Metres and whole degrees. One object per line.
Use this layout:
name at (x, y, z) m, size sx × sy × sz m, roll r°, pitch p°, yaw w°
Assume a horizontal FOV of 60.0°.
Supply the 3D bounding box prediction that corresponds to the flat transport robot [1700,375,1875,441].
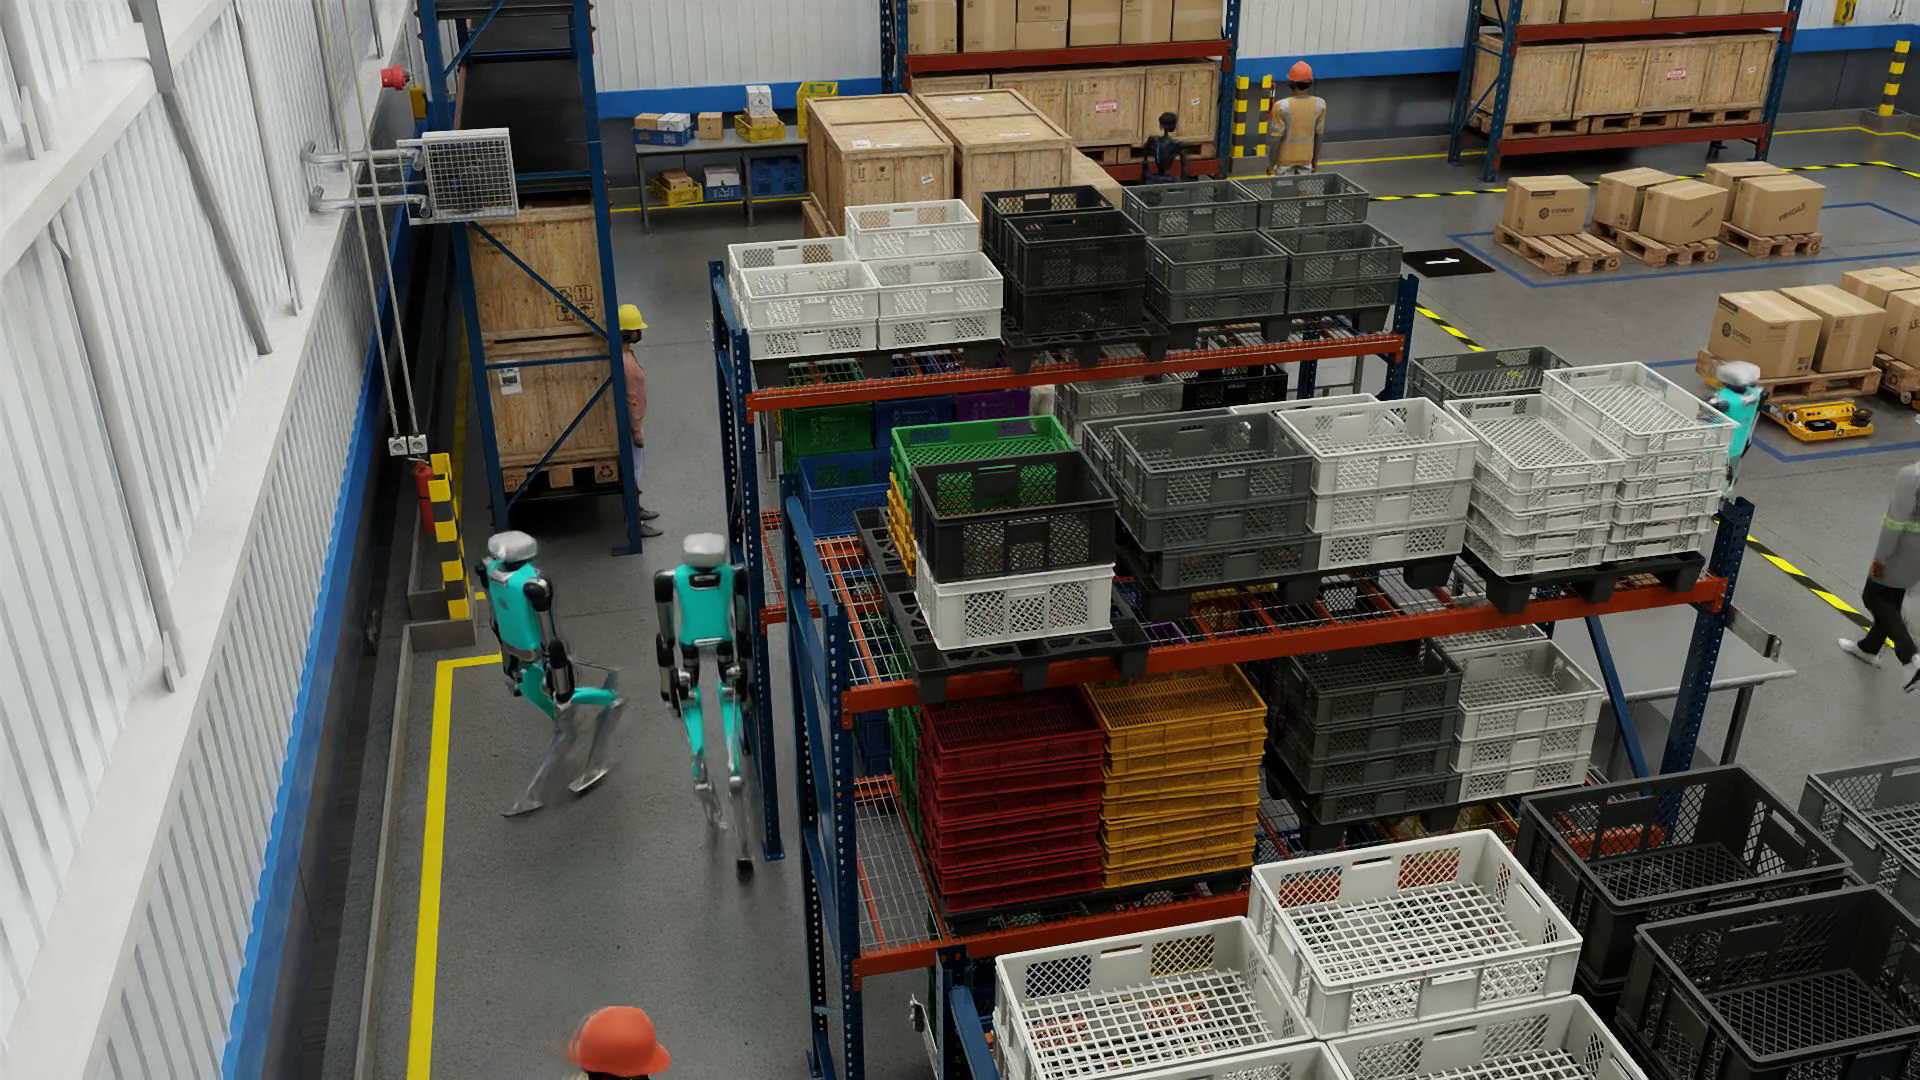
flat transport robot at (7.143, -1.253, 14.394) m, size 0.652 × 0.197 × 1.431 m, roll -6°, pitch 28°, yaw -12°

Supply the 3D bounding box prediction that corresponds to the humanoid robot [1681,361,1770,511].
humanoid robot at (4.910, -0.492, 11.447) m, size 0.534 × 1.775 × 0.996 m, roll -15°, pitch 31°, yaw -26°

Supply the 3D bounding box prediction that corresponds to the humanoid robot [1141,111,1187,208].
humanoid robot at (2.113, -3.679, 17.532) m, size 0.591 × 1.645 × 0.415 m, roll 22°, pitch 35°, yaw 36°

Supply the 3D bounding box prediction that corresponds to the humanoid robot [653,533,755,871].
humanoid robot at (-1.282, 0.936, 8.784) m, size 0.550 × 1.851 × 0.845 m, roll -7°, pitch 29°, yaw -13°

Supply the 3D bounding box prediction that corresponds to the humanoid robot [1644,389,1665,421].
humanoid robot at (4.112, -0.180, 10.860) m, size 0.702 × 1.812 × 0.541 m, roll 20°, pitch 34°, yaw 33°

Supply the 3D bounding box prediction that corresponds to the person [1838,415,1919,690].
person at (5.903, 0.050, 10.277) m, size 0.588 × 1.832 × 0.653 m, roll -10°, pitch 29°, yaw -18°

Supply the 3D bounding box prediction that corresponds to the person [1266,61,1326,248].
person at (3.605, -4.130, 17.978) m, size 0.610 × 2.048 × 0.362 m, roll -7°, pitch 28°, yaw -12°

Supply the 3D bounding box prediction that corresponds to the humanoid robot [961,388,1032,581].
humanoid robot at (0.121, -0.161, 10.791) m, size 0.882 × 1.775 × 0.543 m, roll 1°, pitch 28°, yaw 2°

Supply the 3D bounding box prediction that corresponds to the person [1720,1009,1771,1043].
person at (2.725, 2.316, 5.965) m, size 0.431 × 1.844 × 0.623 m, roll -3°, pitch 28°, yaw -6°

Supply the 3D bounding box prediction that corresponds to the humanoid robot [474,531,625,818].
humanoid robot at (-2.217, 0.703, 9.126) m, size 0.542 × 1.762 × 0.899 m, roll 20°, pitch 34°, yaw 33°

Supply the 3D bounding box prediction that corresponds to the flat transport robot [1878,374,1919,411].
flat transport robot at (8.473, -1.467, 14.800) m, size 0.652 × 0.197 × 1.431 m, roll -6°, pitch 28°, yaw -12°

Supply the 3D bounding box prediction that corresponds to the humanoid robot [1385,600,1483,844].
humanoid robot at (2.555, 0.987, 8.679) m, size 0.604 × 1.632 × 0.614 m, roll 14°, pitch 31°, yaw 25°

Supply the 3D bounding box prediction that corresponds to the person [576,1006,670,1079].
person at (-1.210, 2.359, 5.827) m, size 0.757 × 1.891 × 0.647 m, roll 10°, pitch 30°, yaw 19°

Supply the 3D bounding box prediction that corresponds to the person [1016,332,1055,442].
person at (0.447, -0.622, 11.548) m, size 0.506 × 1.835 × 0.336 m, roll 23°, pitch 35°, yaw 36°

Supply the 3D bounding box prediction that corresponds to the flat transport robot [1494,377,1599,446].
flat transport robot at (4.780, -1.036, 14.013) m, size 0.659 × 0.231 × 1.431 m, roll -6°, pitch 28°, yaw -12°

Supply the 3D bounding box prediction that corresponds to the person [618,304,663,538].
person at (-2.376, -0.864, 12.089) m, size 0.337 × 1.761 × 0.522 m, roll -8°, pitch 29°, yaw -15°
